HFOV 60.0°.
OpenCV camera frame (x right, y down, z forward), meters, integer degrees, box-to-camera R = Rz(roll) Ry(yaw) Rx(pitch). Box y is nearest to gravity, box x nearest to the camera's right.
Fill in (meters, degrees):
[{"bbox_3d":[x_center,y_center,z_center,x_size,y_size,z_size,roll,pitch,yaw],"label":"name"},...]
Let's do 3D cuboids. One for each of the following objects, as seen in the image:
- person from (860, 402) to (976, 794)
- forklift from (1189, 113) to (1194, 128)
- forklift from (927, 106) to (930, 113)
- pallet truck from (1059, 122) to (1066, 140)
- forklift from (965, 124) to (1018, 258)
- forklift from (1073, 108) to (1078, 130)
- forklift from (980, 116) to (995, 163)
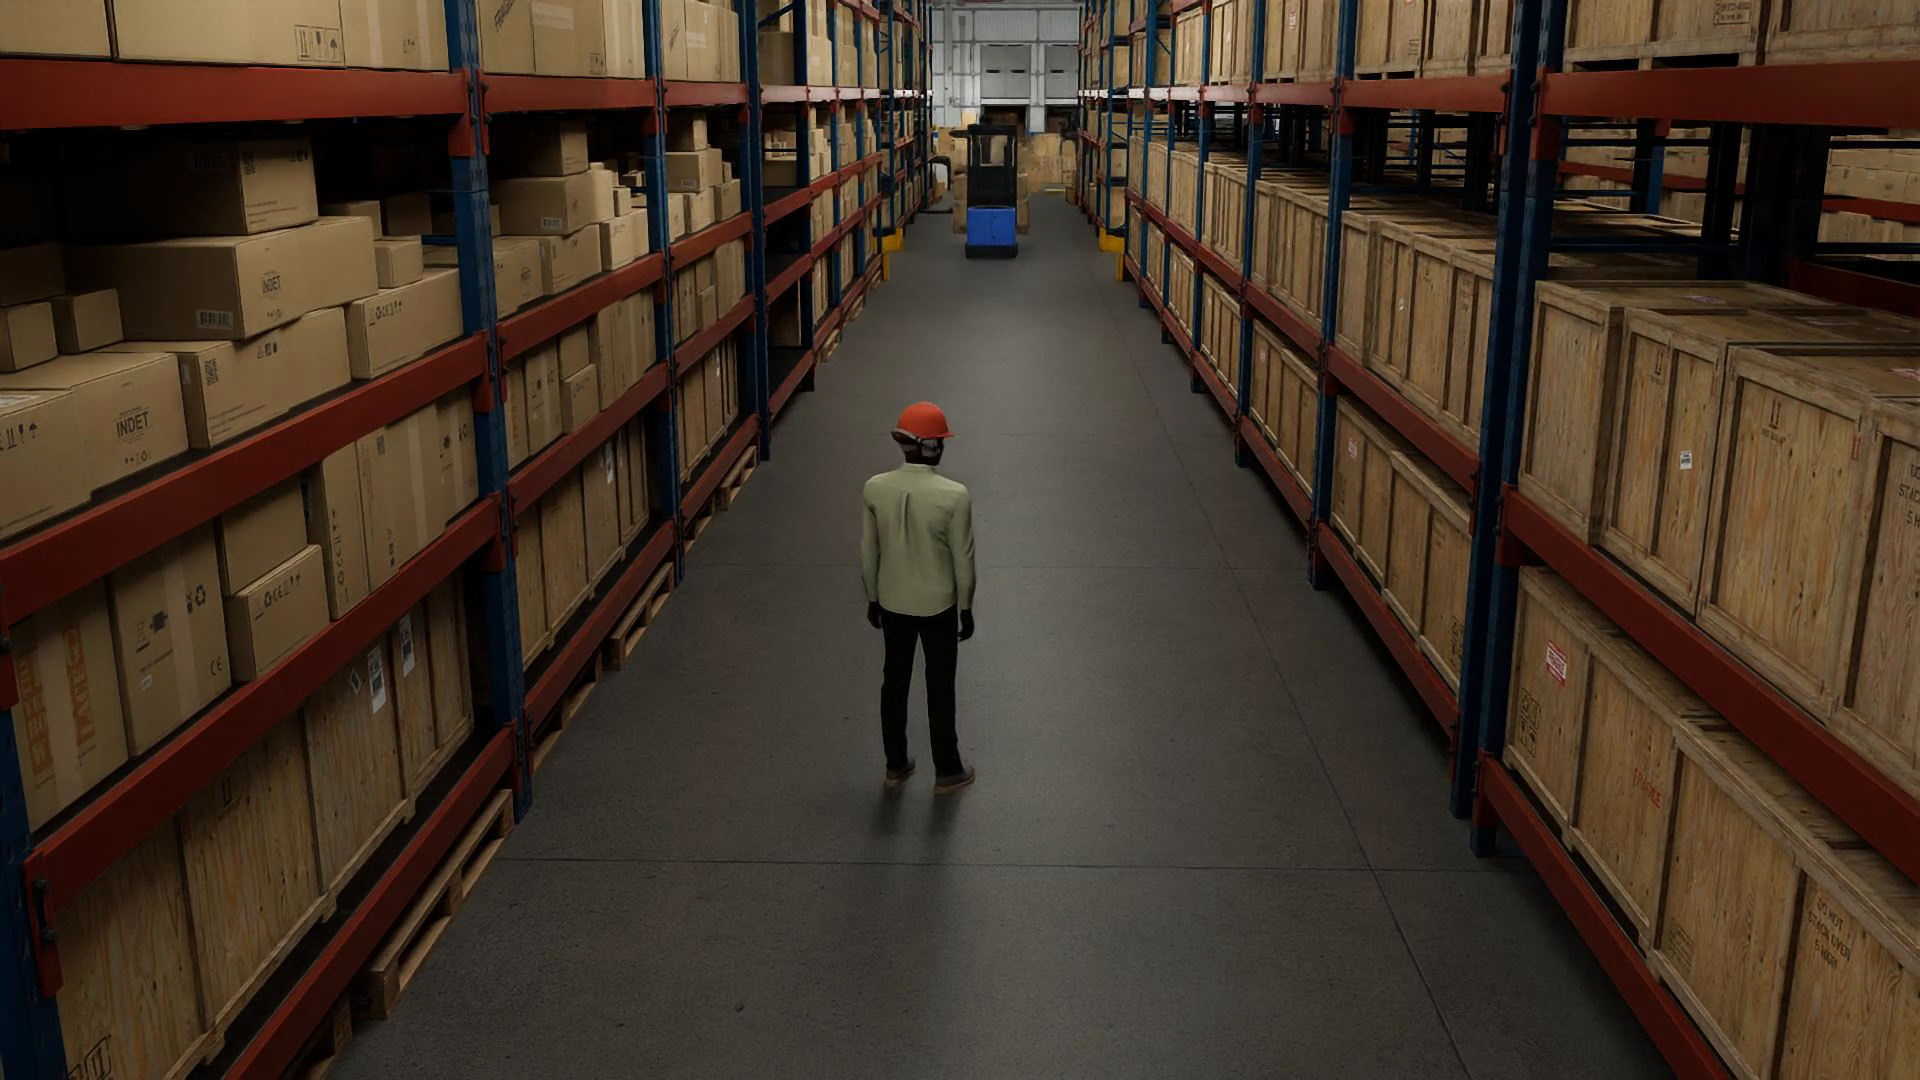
[{"bbox_3d":[-0.197,0.298,8.373,0.612,1.990,0.392,7,17,25],"label":"person"},{"bbox_3d":[8.016,-13.026,56.259,1.129,2.768,1.873,0,15,1],"label":"forklift"},{"bbox_3d":[-2.001,-20.667,84.687,1.129,2.768,1.873,0,15,2],"label":"forklift"},{"bbox_3d":[5.788,-21.111,88.014,1.885,1.965,0.823,5,16,18],"label":"pallet truck"},{"bbox_3d":[0.687,-7.536,35.829,1.129,2.768,1.873,0,15,1],"label":"forklift"},{"bbox_3d":[5.291,-17.189,71.745,1.873,2.768,1.129,-13,20,-41],"label":"forklift"},{"bbox_3d":[0.744,-10.746,47.772,1.873,2.768,1.129,0,15,2],"label":"forklift"}]
